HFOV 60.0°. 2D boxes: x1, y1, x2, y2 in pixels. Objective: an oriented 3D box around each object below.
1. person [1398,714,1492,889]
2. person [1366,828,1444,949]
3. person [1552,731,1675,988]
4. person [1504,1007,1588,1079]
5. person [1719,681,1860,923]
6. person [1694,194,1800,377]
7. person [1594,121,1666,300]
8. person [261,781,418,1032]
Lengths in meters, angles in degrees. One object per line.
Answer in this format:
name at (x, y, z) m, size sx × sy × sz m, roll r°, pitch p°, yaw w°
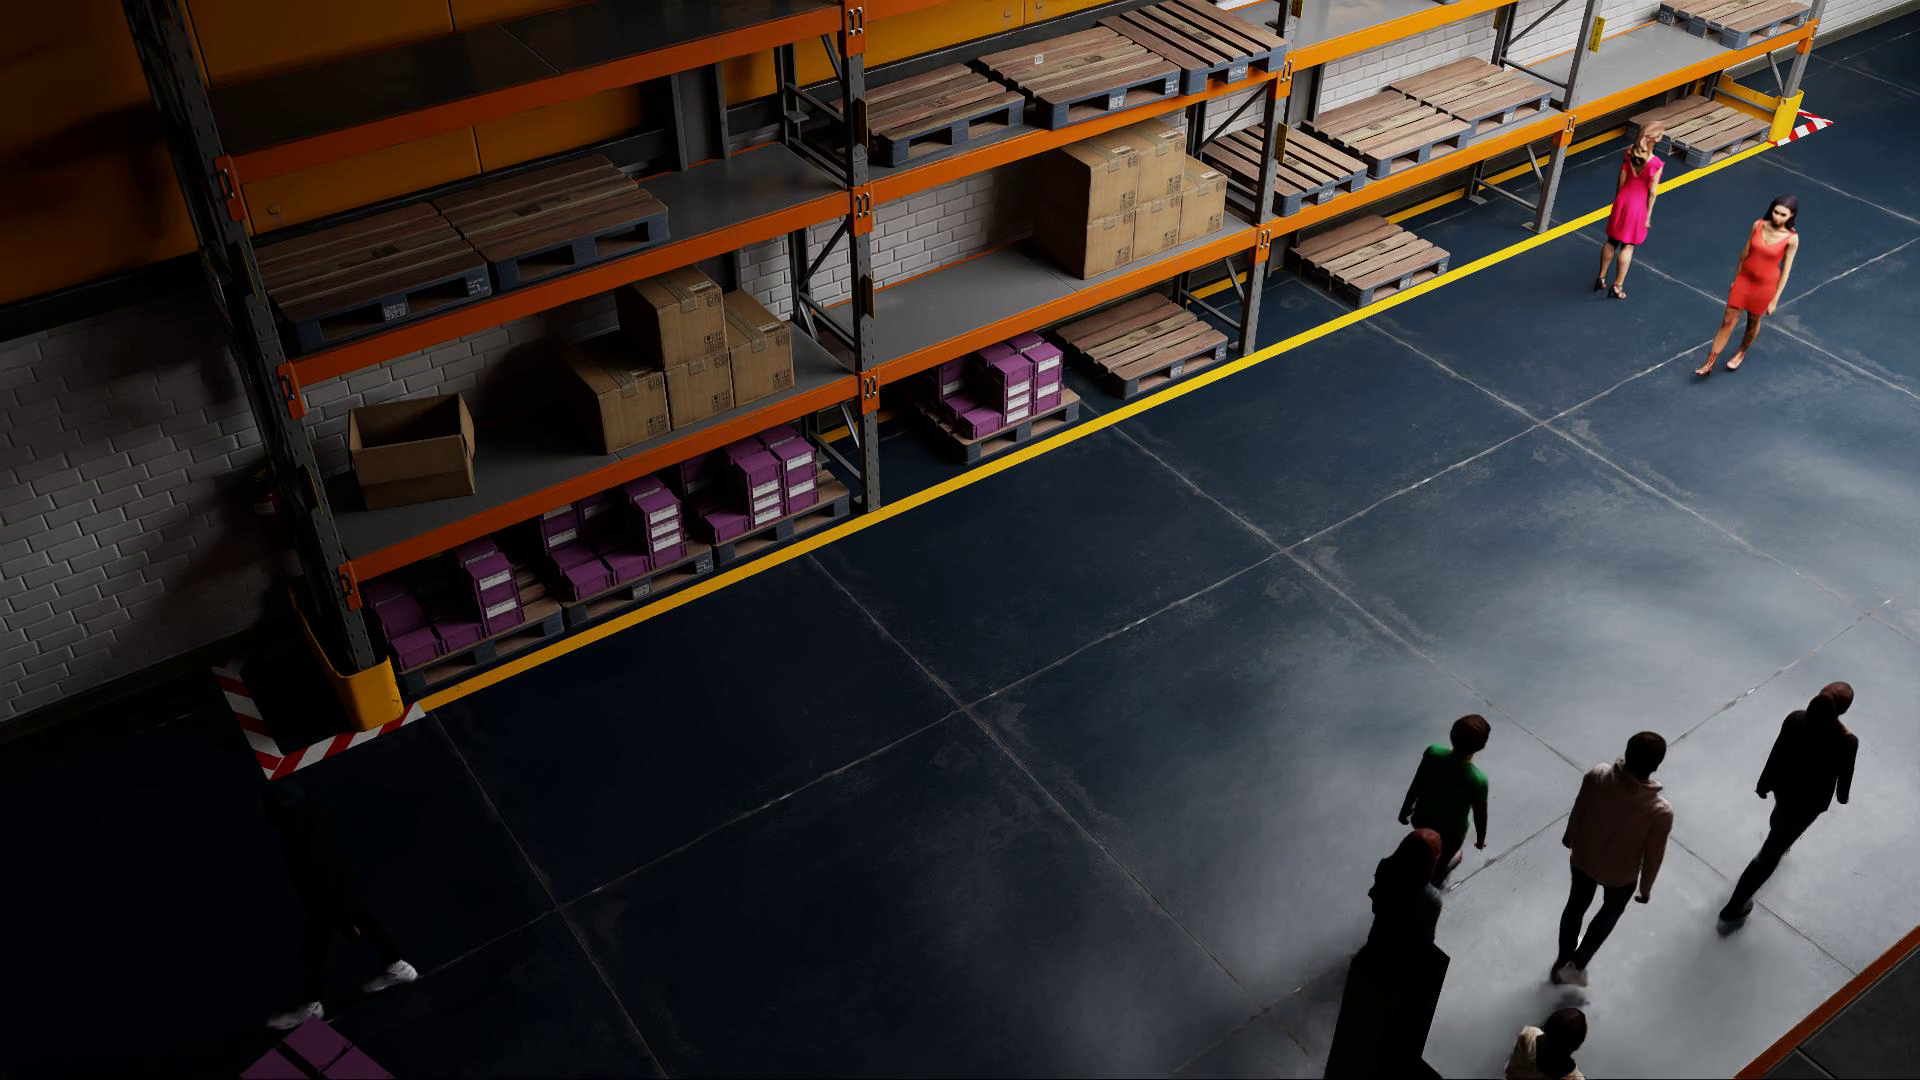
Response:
person at (2.680, 1.675, 9.476) m, size 1.025 × 1.622 × 0.659 m, roll -28°, pitch 46°, yaw -30°
person at (2.242, 2.200, 8.730) m, size 0.583 × 1.732 × 0.581 m, roll -24°, pitch 45°, yaw -27°
person at (3.481, 1.820, 9.124) m, size 0.809 × 1.836 × 0.850 m, roll 28°, pitch 47°, yaw 31°
person at (2.767, 2.822, 8.184) m, size 0.727 × 1.442 × 0.618 m, roll -18°, pitch 42°, yaw -22°
person at (4.765, 1.549, 9.596) m, size 1.187 × 1.670 × 0.604 m, roll -25°, pitch 45°, yaw -28°
person at (6.867, -2.191, 14.263) m, size 0.986 × 1.690 × 0.714 m, roll -31°, pitch 48°, yaw -32°
person at (6.161, -3.042, 15.298) m, size 0.559 × 1.728 × 0.587 m, roll -20°, pitch 43°, yaw -23°
person at (-3.330, 1.909, 9.055) m, size 1.124 × 1.782 × 0.831 m, roll -15°, pitch 41°, yaw -18°
